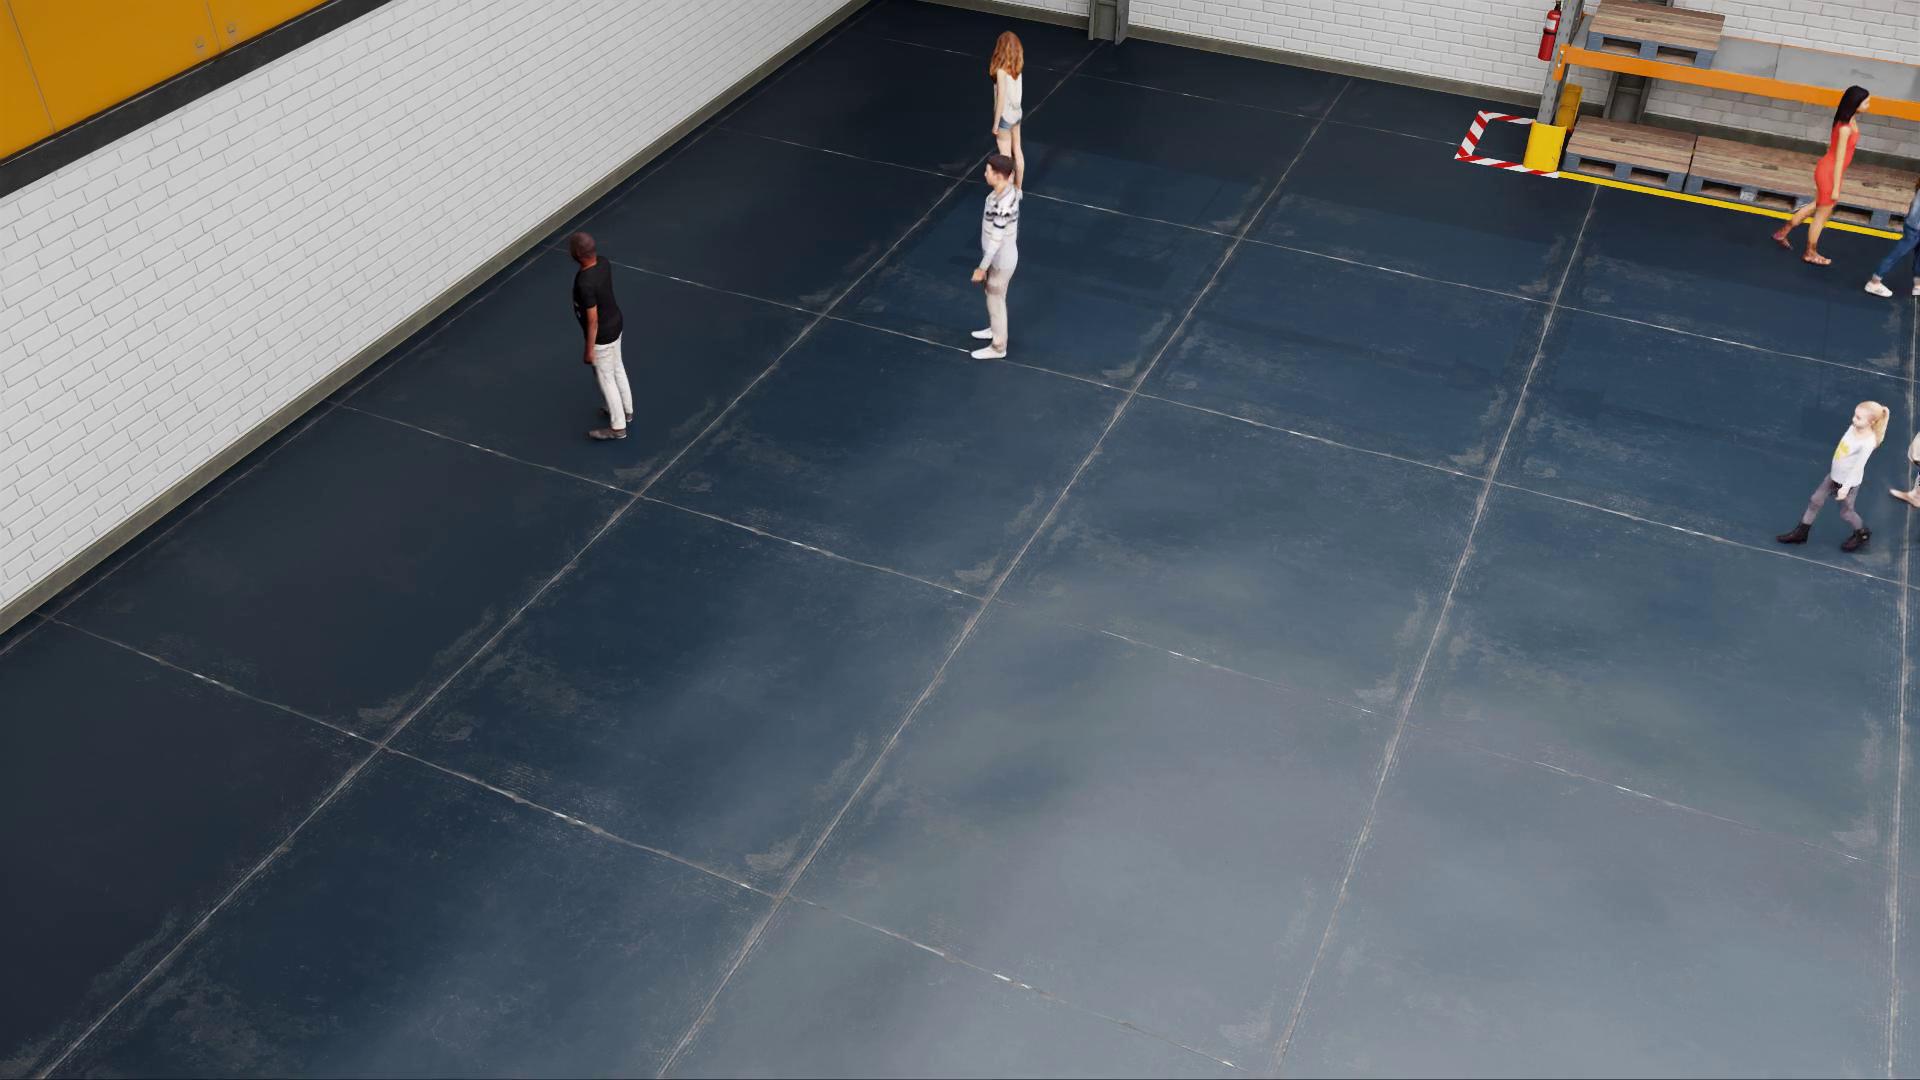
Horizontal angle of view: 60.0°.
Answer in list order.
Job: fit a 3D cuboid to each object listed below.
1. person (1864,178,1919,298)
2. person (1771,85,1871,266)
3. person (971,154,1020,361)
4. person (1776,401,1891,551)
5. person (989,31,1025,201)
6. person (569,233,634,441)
[{"bbox_3d":[8.521,-2.835,14.939,0.847,1.454,0.585,19,42,22],"label":"person"},{"bbox_3d":[8.016,-3.386,15.422,0.793,1.713,0.633,13,40,16],"label":"person"},{"bbox_3d":[0.366,-2.381,14.049,0.769,1.856,0.781,3,39,4],"label":"person"},{"bbox_3d":[6.502,-0.440,12.093,0.944,1.265,0.749,-2,39,-2],"label":"person"},{"bbox_3d":[0.490,-4.120,16.304,0.555,1.759,0.598,24,45,27],"label":"person"},{"bbox_3d":[-2.823,-1.623,13.142,0.701,1.803,0.727,5,39,7],"label":"person"}]
